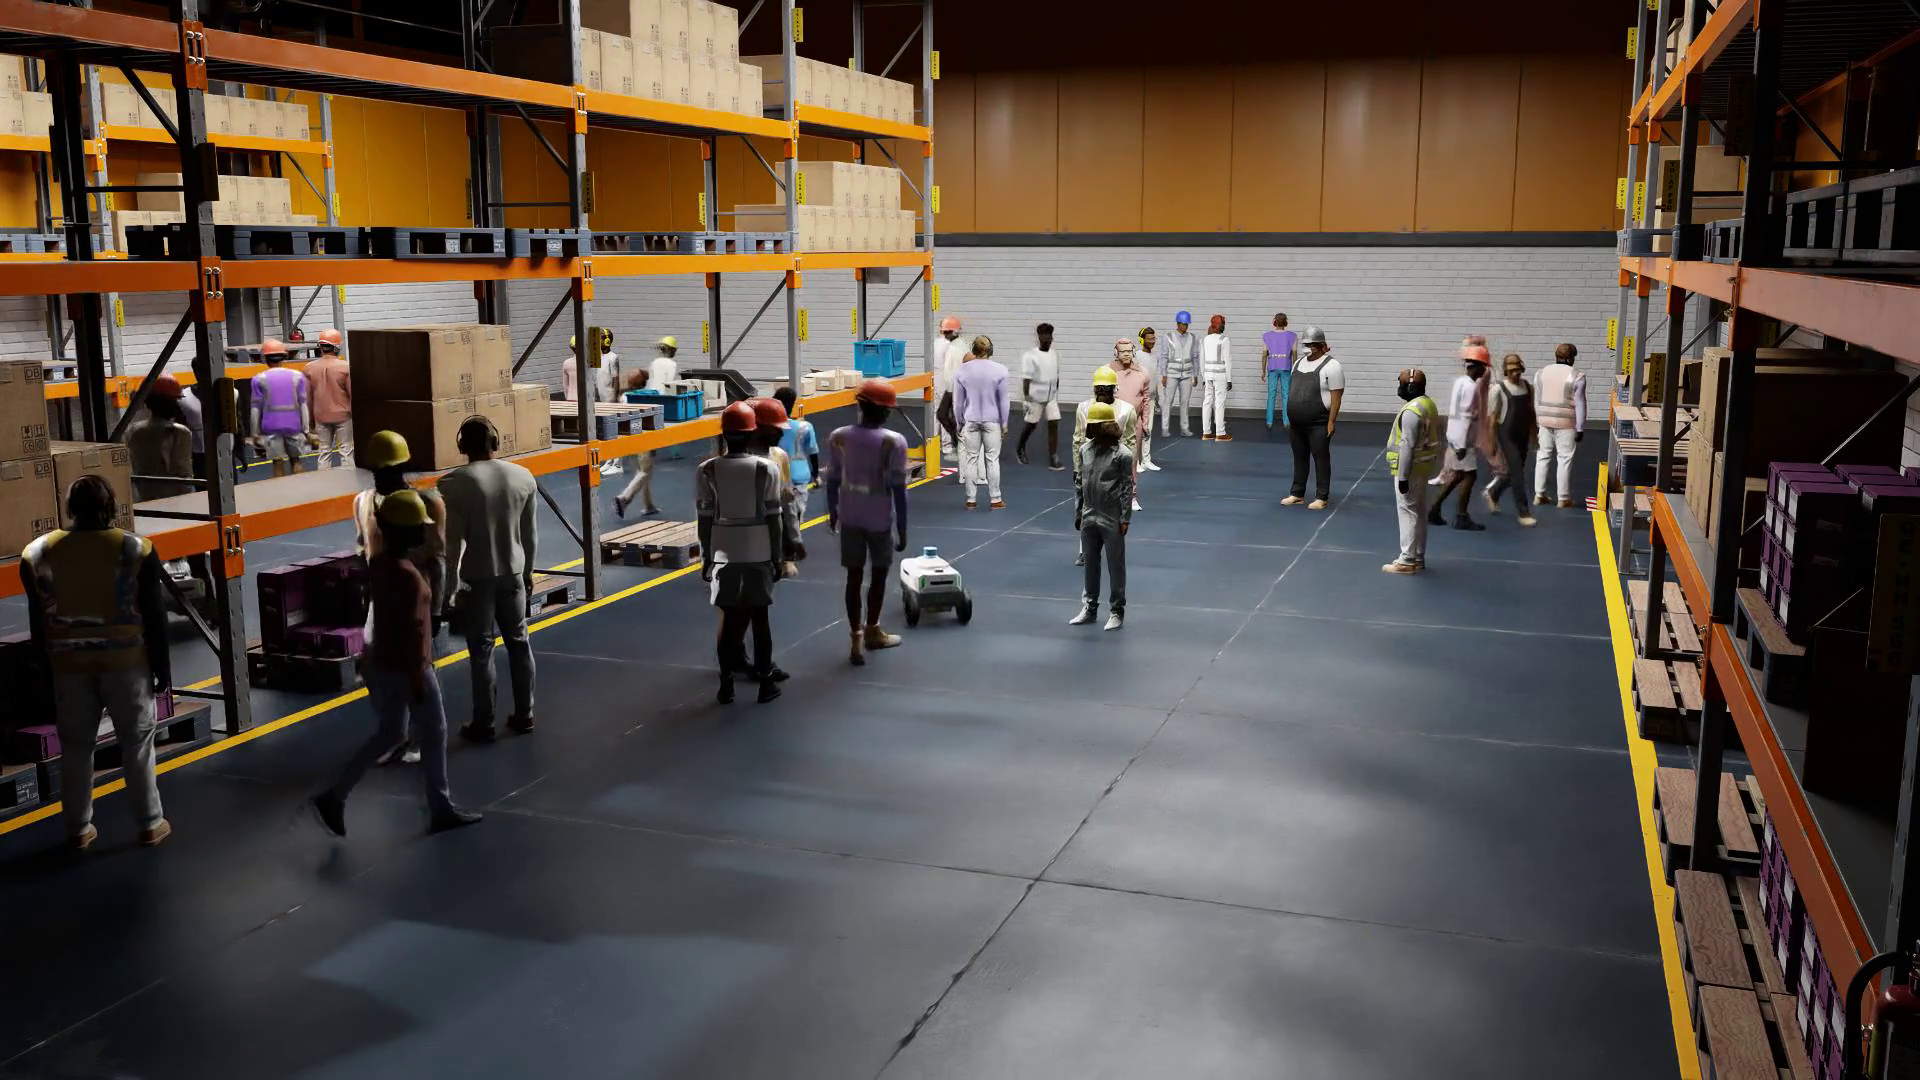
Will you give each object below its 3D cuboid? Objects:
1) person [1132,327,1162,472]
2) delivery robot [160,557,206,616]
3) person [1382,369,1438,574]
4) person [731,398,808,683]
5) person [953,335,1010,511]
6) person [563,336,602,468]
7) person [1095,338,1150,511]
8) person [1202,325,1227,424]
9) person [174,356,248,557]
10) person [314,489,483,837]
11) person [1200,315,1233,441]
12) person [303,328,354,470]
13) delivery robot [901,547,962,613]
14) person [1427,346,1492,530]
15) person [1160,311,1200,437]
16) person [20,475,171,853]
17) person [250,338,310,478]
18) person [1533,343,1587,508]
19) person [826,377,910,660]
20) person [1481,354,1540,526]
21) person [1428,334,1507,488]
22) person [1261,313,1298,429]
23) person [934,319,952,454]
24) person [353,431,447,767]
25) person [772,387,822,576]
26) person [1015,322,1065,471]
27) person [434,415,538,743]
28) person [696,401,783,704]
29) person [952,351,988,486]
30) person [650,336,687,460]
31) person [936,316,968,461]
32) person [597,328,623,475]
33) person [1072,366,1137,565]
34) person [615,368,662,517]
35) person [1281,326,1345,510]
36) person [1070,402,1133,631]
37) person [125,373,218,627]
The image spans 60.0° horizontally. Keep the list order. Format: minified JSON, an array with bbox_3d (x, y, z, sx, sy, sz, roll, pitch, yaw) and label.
[{"bbox_3d":[2.407,-1.814,21.519,0.510,1.872,0.329,-8,13,-39],"label":"person"},{"bbox_3d":[-6.017,0.347,12.786,0.477,0.478,0.707,-6,12,-29],"label":"delivery robot"},{"bbox_3d":[4.020,-0.609,14.850,0.428,1.837,0.625,6,12,30],"label":"person"},{"bbox_3d":[-1.310,-0.002,11.207,0.756,1.898,0.555,6,12,29],"label":"person"},{"bbox_3d":[0.240,-1.285,18.341,0.629,1.940,0.377,3,10,14],"label":"person"},{"bbox_3d":[-4.961,-1.810,21.778,0.529,1.772,0.304,6,12,30],"label":"person"},{"bbox_3d":[1.790,-1.259,18.286,0.636,1.910,0.405,-2,10,-10],"label":"person"},{"bbox_3d":[4.151,-2.712,27.217,0.311,1.642,0.513,-9,14,-42],"label":"person"},{"bbox_3d":[-7.061,-0.795,15.688,0.605,1.905,0.415,-6,12,-30],"label":"person"},{"bbox_3d":[-2.776,0.618,8.150,0.723,1.744,0.524,-9,14,-42],"label":"person"},{"bbox_3d":[3.840,-2.415,24.868,0.355,1.882,0.576,-9,13,-40],"label":"person"},{"bbox_3d":[-7.021,-1.372,18.673,0.622,1.993,0.382,0,10,2],"label":"person"},{"bbox_3d":[-0.232,0.299,13.057,0.477,0.478,0.707,-3,11,-15],"label":"delivery robot"},{"bbox_3d":[5.140,-1.049,17.158,0.630,1.904,0.570,1,10,6],"label":"person"},{"bbox_3d":[3.356,-2.520,25.340,0.622,1.934,0.437,-2,10,-13],"label":"person"},{"bbox_3d":[-4.151,0.598,8.061,0.621,1.835,0.430,-2,10,-12],"label":"person"},{"bbox_3d":[-7.345,-1.211,17.950,0.582,1.924,0.437,-7,12,-33],"label":"person"},{"bbox_3d":[6.716,-1.281,18.614,0.429,1.838,0.622,-9,13,-41],"label":"person"},{"bbox_3d":[-0.670,-0.150,11.775,0.689,2.002,0.707,3,10,16],"label":"person"},{"bbox_3d":[5.784,-1.077,17.559,0.557,1.800,0.849,-4,11,-22],"label":"person"},{"bbox_3d":[6.198,-1.543,20.023,0.979,1.866,0.654,1,10,6],"label":"person"},{"bbox_3d":[5.091,-2.684,26.514,0.573,1.855,0.406,2,10,10],"label":"person"},{"bbox_3d":[-0.178,-2.160,23.363,0.400,1.910,0.643,-4,11,-23],"label":"person"},{"bbox_3d":[-3.143,0.340,9.280,0.603,1.901,0.571,2,10,13],"label":"person"},{"bbox_3d":[-1.518,-0.541,14.940,0.542,1.657,0.834,2,10,11],"label":"person"},{"bbox_3d":[1.034,-1.902,21.861,0.615,1.936,0.957,-6,12,-30],"label":"person"},{"bbox_3d":[-2.785,0.232,9.825,0.628,1.933,0.377,-9,13,-40],"label":"person"},{"bbox_3d":[-1.399,0.085,10.628,0.543,1.939,0.360,0,10,-1],"label":"person"},{"bbox_3d":[0.146,-1.478,20.280,0.511,1.638,0.308,4,11,23],"label":"person"},{"bbox_3d":[-4.085,-1.888,22.426,0.532,1.709,0.881,7,12,35],"label":"person"},{"bbox_3d":[-0.088,-2.040,22.498,0.449,1.970,0.641,-2,10,-10],"label":"person"},{"bbox_3d":[-4.509,-1.764,21.242,0.319,1.867,0.532,-6,12,-29],"label":"person"},{"bbox_3d":[1.307,-0.666,15.154,0.589,1.834,0.403,3,10,15],"label":"person"},{"bbox_3d":[-3.469,-1.033,17.828,0.517,1.616,0.668,8,13,37],"label":"person"},{"bbox_3d":[3.879,-1.362,18.488,0.539,2.000,0.688,-8,13,-37],"label":"person"},{"bbox_3d":[1.076,-0.180,12.674,0.493,1.742,0.322,8,13,37],"label":"person"},{"bbox_3d":[-5.903,-0.251,12.399,0.632,1.986,1.075,3,11,19],"label":"person"}]
